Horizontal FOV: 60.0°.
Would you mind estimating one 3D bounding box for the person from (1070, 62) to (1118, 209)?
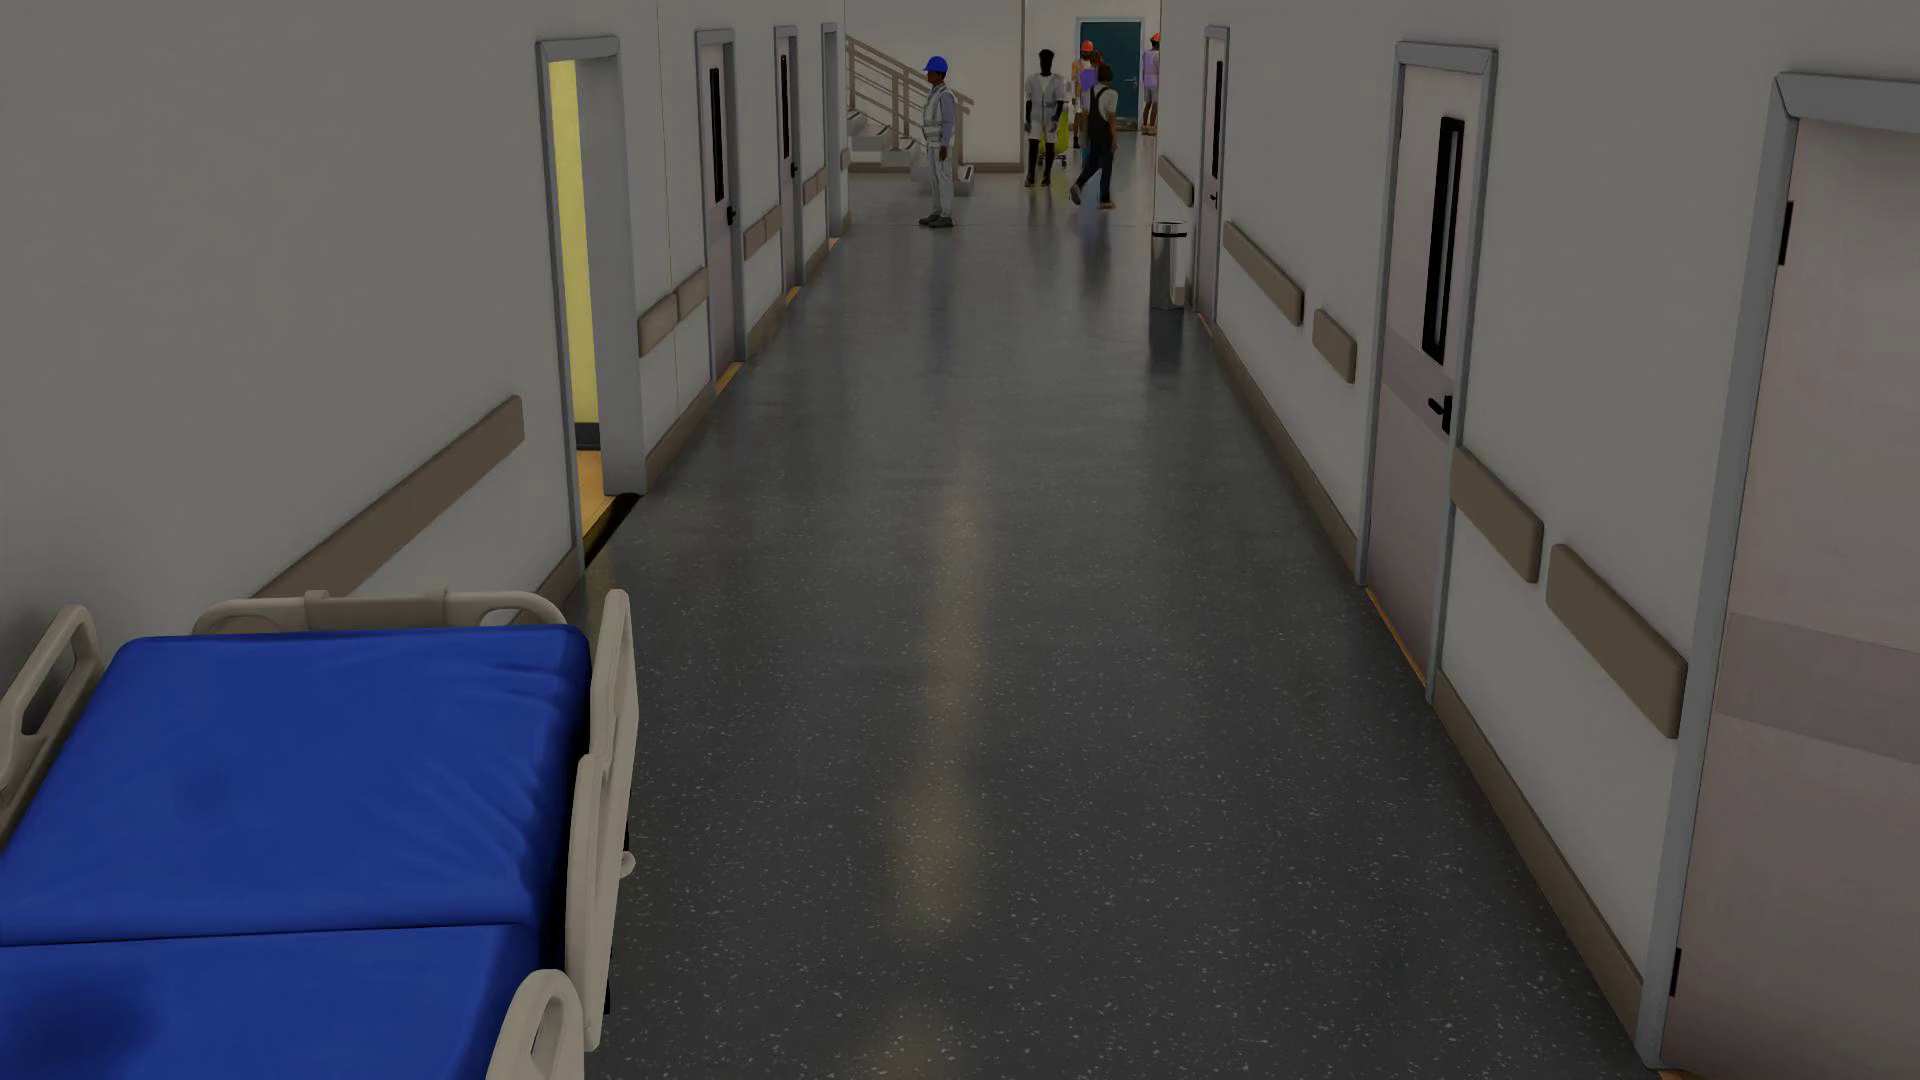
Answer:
[{"bbox_3d":[1.740,-5.111,21.101,0.627,1.828,0.516,-16,23,-40],"label":"person"}]

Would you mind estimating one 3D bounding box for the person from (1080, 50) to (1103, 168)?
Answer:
[{"bbox_3d":[2.149,-6.951,26.858,0.390,1.847,0.563,-14,23,-38],"label":"person"}]

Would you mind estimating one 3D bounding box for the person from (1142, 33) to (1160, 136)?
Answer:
[{"bbox_3d":[3.948,-9.237,33.753,0.409,2.028,0.615,-12,21,-32],"label":"person"}]

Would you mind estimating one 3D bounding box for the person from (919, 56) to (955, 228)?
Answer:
[{"bbox_3d":[-0.250,-4.639,19.418,0.381,1.951,0.607,-6,19,-19],"label":"person"}]

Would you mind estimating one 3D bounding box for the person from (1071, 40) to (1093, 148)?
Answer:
[{"bbox_3d":[2.320,-8.215,30.685,0.547,1.934,0.376,-4,18,-12],"label":"person"}]

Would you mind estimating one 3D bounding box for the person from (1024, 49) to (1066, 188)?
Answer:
[{"bbox_3d":[1.183,-5.978,23.661,0.610,1.918,0.907,4,18,13],"label":"person"}]
